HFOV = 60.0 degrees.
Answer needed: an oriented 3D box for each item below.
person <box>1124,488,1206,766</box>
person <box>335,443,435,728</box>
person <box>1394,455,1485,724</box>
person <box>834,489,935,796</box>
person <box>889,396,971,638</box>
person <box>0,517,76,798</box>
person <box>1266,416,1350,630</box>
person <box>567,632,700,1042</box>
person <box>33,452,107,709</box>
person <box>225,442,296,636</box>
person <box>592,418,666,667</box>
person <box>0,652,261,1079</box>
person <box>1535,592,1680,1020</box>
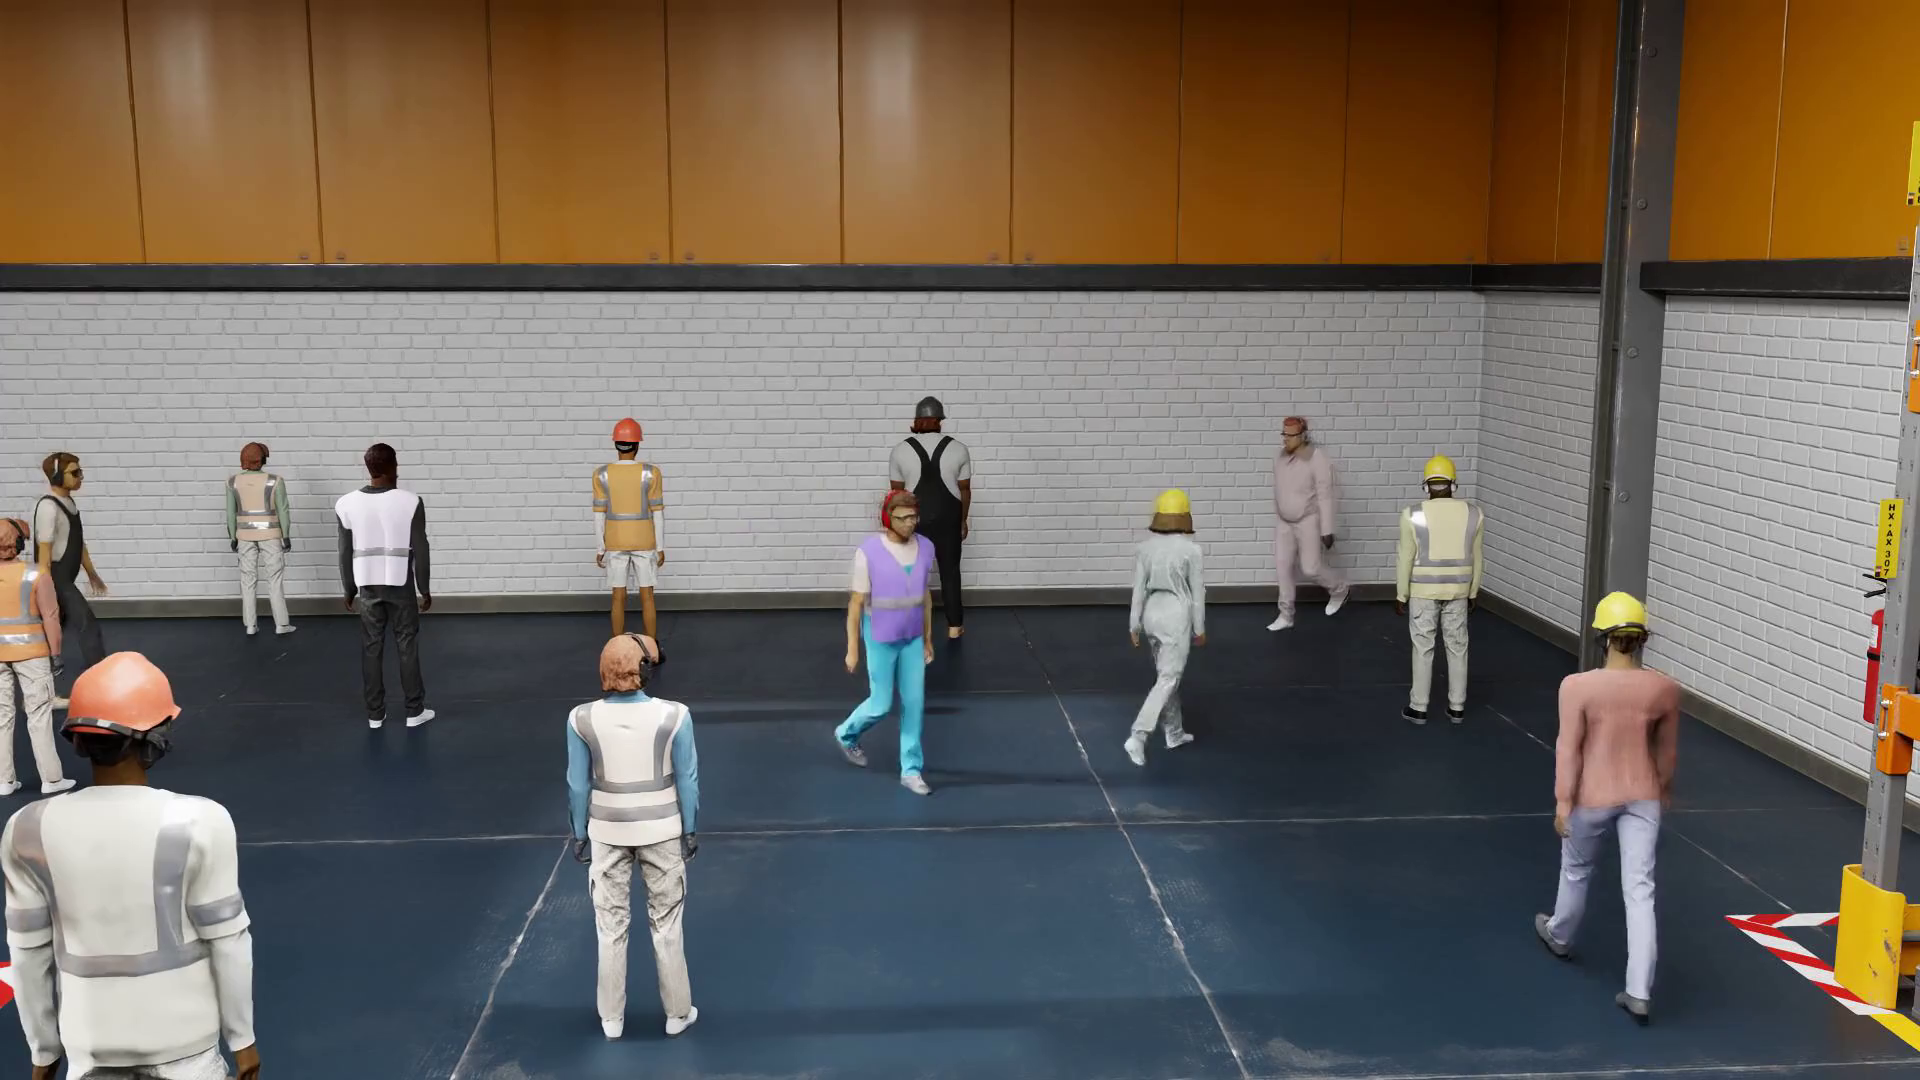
[{"bbox_3d":[1.252,0.531,10.412,0.476,1.709,0.844,8,12,42],"label":"person"},{"bbox_3d":[-3.849,0.313,11.150,0.588,1.915,0.398,0,9,-2],"label":"person"},{"bbox_3d":[3.226,0.340,11.250,0.589,1.827,0.404,0,9,-2],"label":"person"},{"bbox_3d":[-0.446,0.575,9.831,0.621,1.814,0.682,-7,12,-39],"label":"person"},{"bbox_3d":[-0.250,-0.193,13.930,0.675,2.000,0.537,0,9,-2],"label":"person"},{"bbox_3d":[-5.476,0.686,9.660,0.514,1.642,0.314,0,9,-2],"label":"person"},{"bbox_3d":[3.012,-0.155,14.288,0.767,1.866,0.654,-7,11,-36],"label":"person"},{"bbox_3d":[-1.287,1.178,6.584,0.514,1.636,0.314,0,9,-2],"label":"person"},{"bbox_3d":[-6.115,0.295,11.574,0.877,1.813,0.513,-3,10,-20],"label":"person"},{"bbox_3d":[-5.888,-0.003,13.984,0.514,1.642,0.314,0,9,-2],"label":"person"},{"bbox_3d":[-2.550,0.026,12.870,0.544,1.939,0.372,0,9,-2],"label":"person"},{"bbox_3d":[-2.196,1.310,4.480,0.606,2.045,0.389,0,9,-2],"label":"person"},{"bbox_3d":[2.748,1.067,7.021,0.548,1.710,0.926,0,9,0],"label":"person"}]
